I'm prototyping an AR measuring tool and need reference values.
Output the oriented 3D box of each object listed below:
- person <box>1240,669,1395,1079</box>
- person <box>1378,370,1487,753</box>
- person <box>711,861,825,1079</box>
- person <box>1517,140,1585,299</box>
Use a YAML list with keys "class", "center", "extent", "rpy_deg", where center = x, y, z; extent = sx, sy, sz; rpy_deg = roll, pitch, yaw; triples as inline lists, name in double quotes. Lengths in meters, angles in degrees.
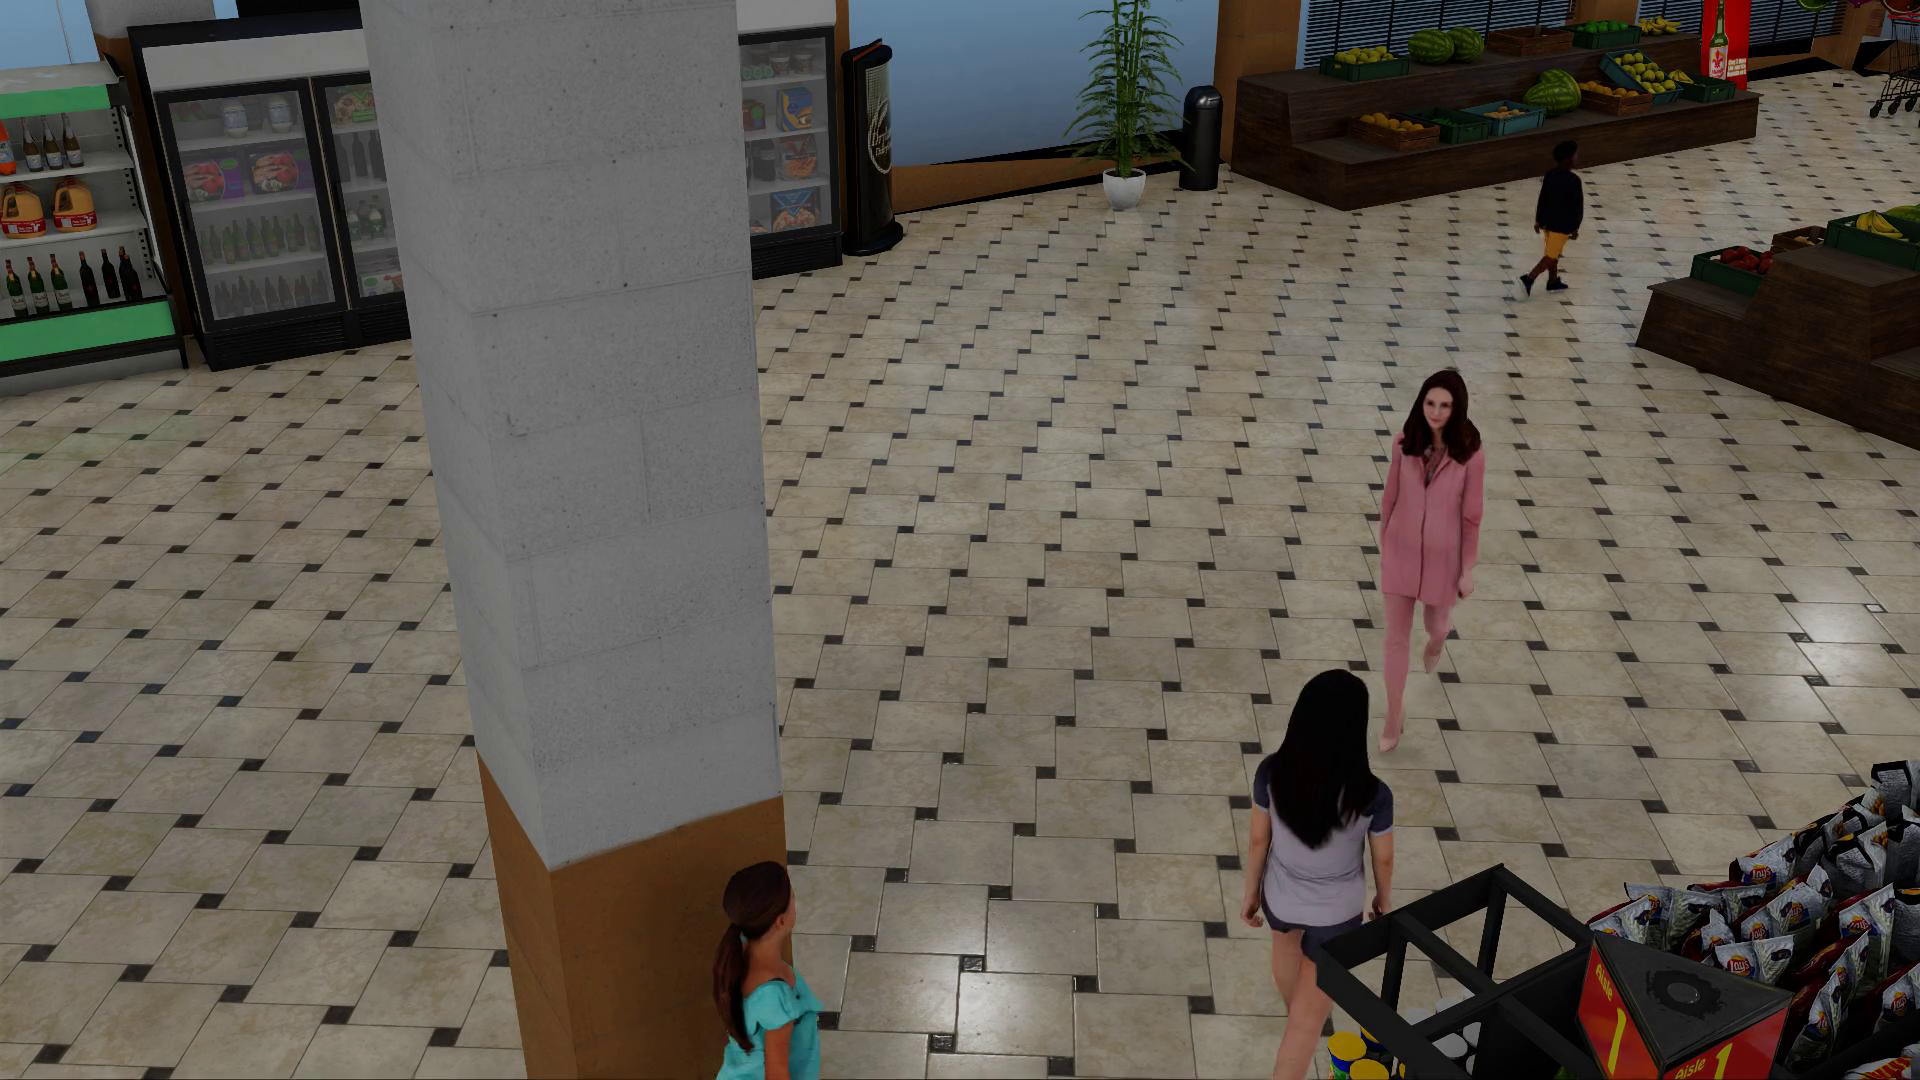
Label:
- class: "person"
  center: [1.110, 1.237, 5.392]
  extent: [0.958, 1.662, 1.158]
  rpy_deg: [14, 30, 26]
- class: "person"
  center: [2.156, 0.059, 7.592]
  extent: [1.005, 1.772, 1.194]
  rpy_deg: [13, 30, 24]
- class: "person"
  center: [-0.617, 1.637, 4.749]
  extent: [0.823, 1.531, 0.566]
  rpy_deg: [-14, 30, -26]
- class: "person"
  center: [4.736, -2.540, 13.289]
  extent: [0.840, 1.255, 0.540]
  rpy_deg: [-13, 30, -24]
